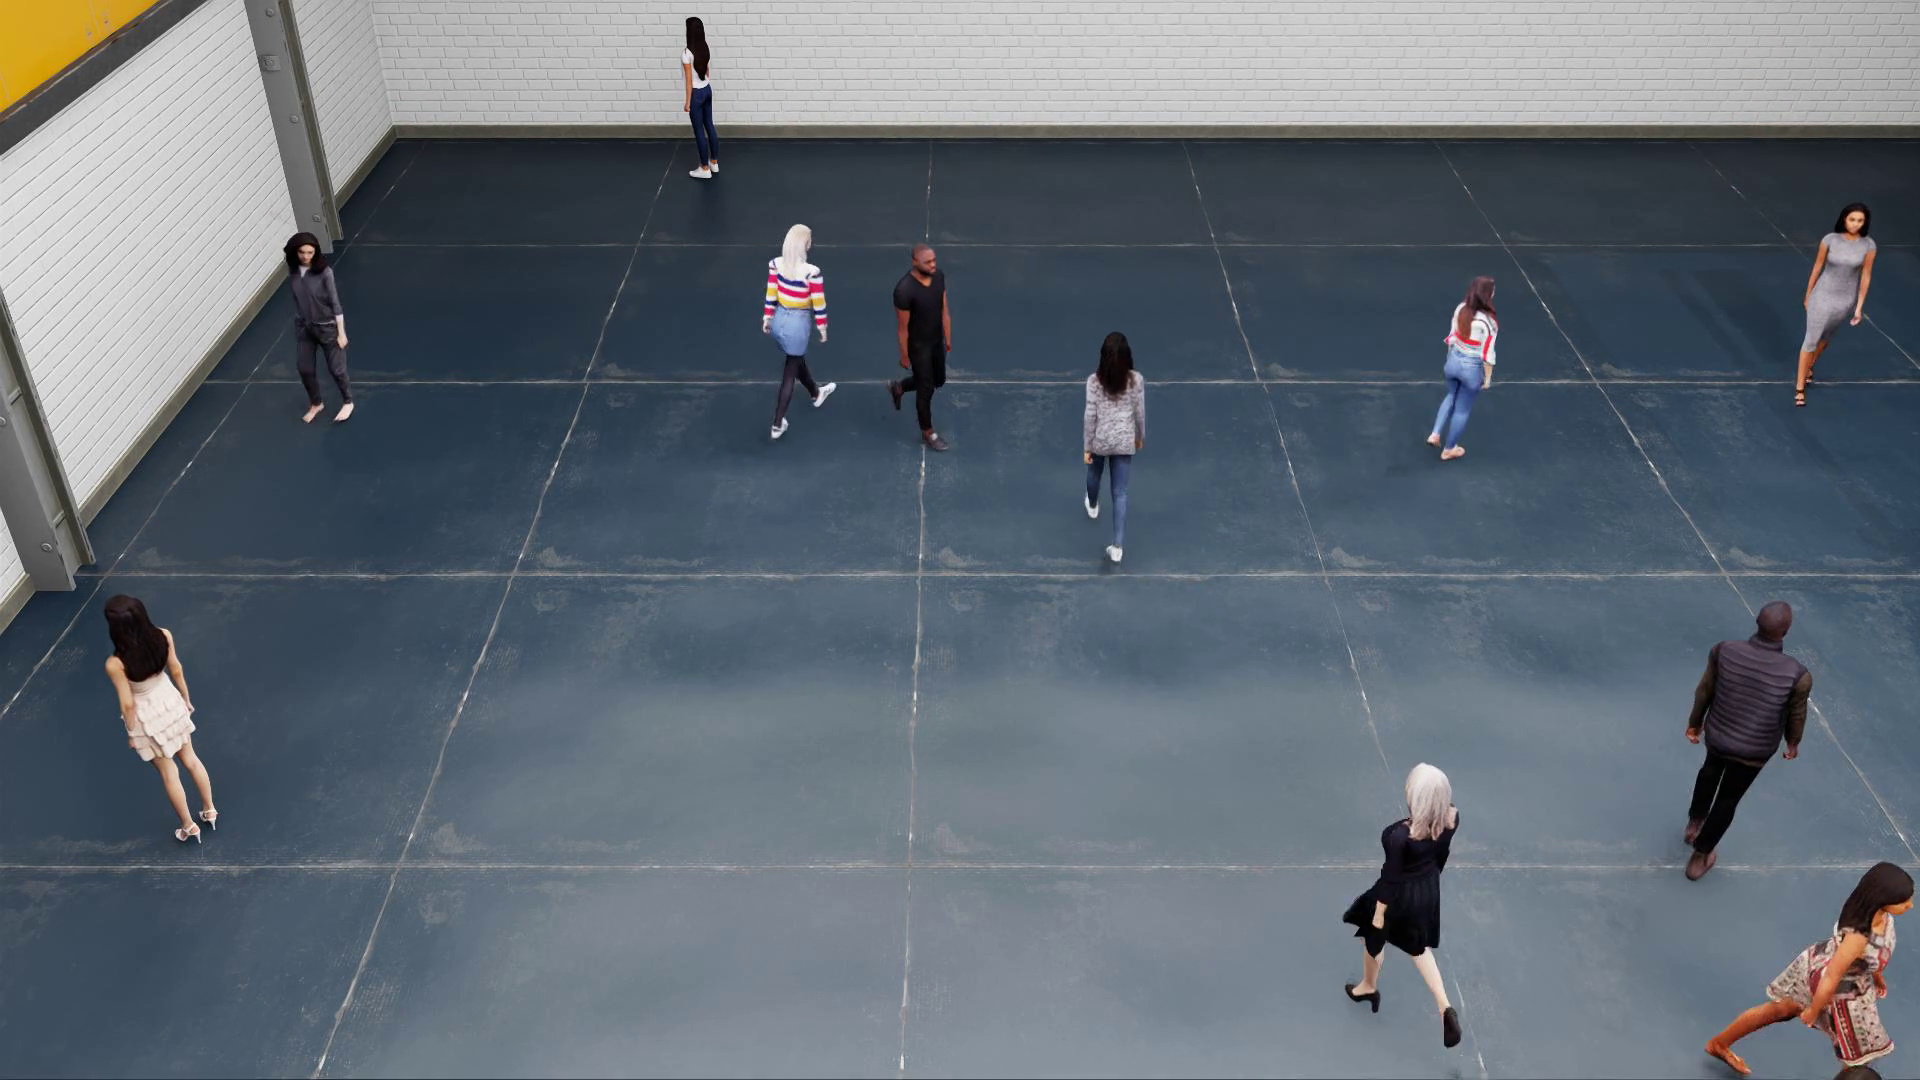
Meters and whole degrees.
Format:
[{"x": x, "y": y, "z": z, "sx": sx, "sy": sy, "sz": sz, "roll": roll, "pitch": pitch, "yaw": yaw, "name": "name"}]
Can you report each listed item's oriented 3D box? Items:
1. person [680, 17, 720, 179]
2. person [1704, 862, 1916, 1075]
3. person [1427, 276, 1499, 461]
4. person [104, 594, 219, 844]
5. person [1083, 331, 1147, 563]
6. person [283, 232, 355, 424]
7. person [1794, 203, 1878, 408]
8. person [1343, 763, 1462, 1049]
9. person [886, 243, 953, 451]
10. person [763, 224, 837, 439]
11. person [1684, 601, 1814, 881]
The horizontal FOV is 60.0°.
[{"x": -2.880, "y": -4.908, "z": 18.436, "sx": 0.726, "sy": 1.775, "sz": 0.601, "roll": 16, "pitch": 37, "yaw": 22, "name": "person"}, {"x": 4.104, "y": 2.128, "z": 8.017, "sx": 1.047, "sy": 1.591, "sz": 1.163, "roll": 19, "pitch": 38, "yaw": 26, "name": "person"}, {"x": 3.962, "y": -1.342, "z": 13.225, "sx": 0.802, "sy": 1.604, "sz": 0.731, "roll": -21, "pitch": 39, "yaw": -29, "name": "person"}, {"x": -4.580, "y": 1.033, "z": 9.533, "sx": 0.713, "sy": 1.736, "sz": 0.613, "roll": 18, "pitch": 38, "yaw": 25, "name": "person"}, {"x": 1.119, "y": -0.648, "z": 12.111, "sx": 0.676, "sy": 1.683, "sz": 1.193, "roll": -3, "pitch": 34, "yaw": -4, "name": "person"}, {"x": -5.283, "y": -1.777, "z": 13.765, "sx": 0.766, "sy": 1.731, "sz": 0.721, "roll": 15, "pitch": 37, "yaw": 22, "name": "person"}, {"x": 7.414, "y": -2.035, "z": 14.149, "sx": 0.846, "sy": 1.736, "sz": 1.164, "roll": 11, "pitch": 35, "yaw": 17, "name": "person"}, {"x": 2.286, "y": 1.857, "z": 8.302, "sx": 0.881, "sy": 1.726, "sz": 1.045, "roll": -19, "pitch": 38, "yaw": -27, "name": "person"}, {"x": -0.359, "y": -1.599, "z": 13.434, "sx": 1.092, "sy": 1.801, "sz": 1.046, "roll": 24, "pitch": 40, "yaw": 31, "name": "person"}, {"x": -1.431, "y": -1.665, "z": 13.585, "sx": 1.057, "sy": 1.744, "sz": 1.215, "roll": 17, "pitch": 37, "yaw": 23, "name": "person"}, {"x": 4.299, "y": 1.159, "z": 9.270, "sx": 0.939, "sy": 1.818, "sz": 0.879, "roll": -28, "pitch": 43, "yaw": -35, "name": "person"}]
